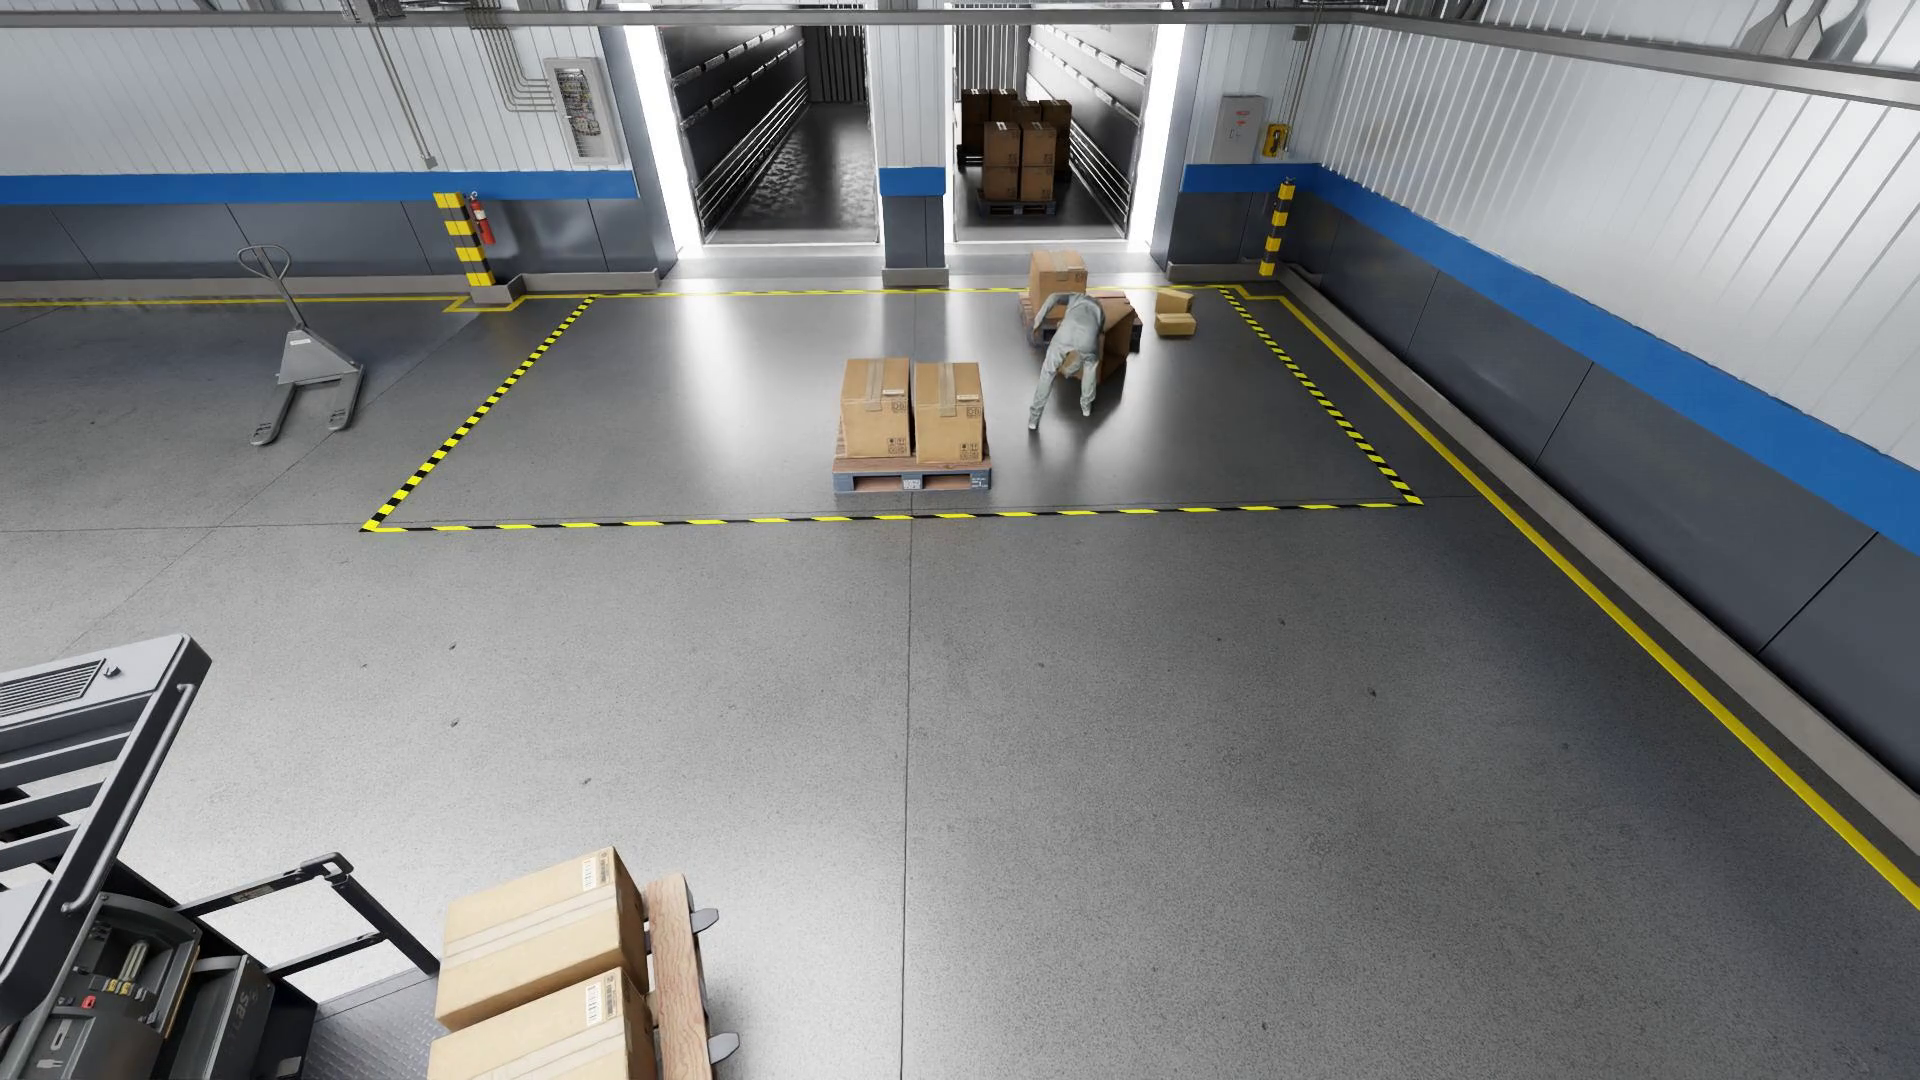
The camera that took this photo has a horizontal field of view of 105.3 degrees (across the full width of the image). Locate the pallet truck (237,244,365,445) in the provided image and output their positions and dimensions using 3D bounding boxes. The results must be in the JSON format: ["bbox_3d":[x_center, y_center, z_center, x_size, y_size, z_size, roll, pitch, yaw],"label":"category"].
[{"bbox_3d":[-5.915,-1.733,6.366,0.680,1.201,1.601,-18,42,-21],"label":"pallet truck"}]

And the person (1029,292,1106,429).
[{"bbox_3d":[0.918,-1.615,6.357,0.656,1.074,0.850,0,38,0],"label":"person"}]

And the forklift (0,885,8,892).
[{"bbox_3d":[-2.319,1.487,1.663,0.776,2.013,0.716,-15,41,-18],"label":"forklift"}]
